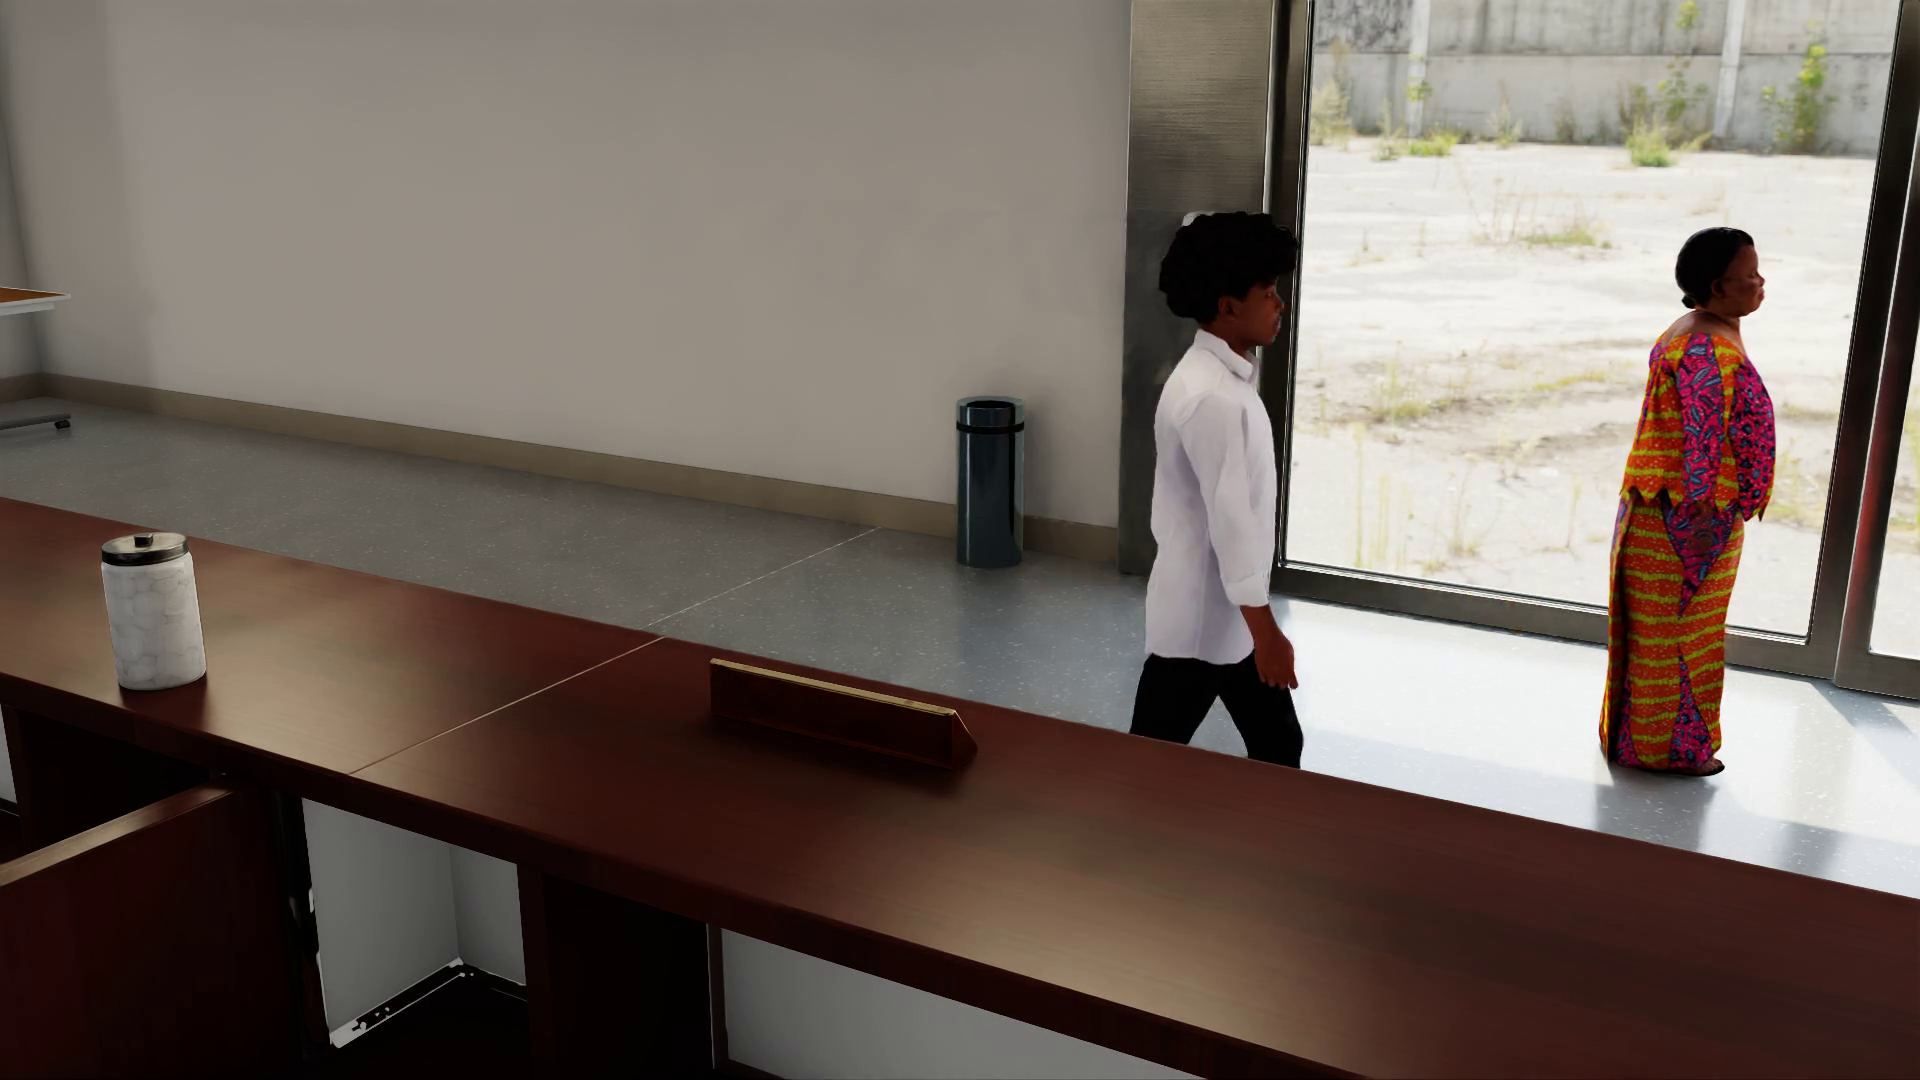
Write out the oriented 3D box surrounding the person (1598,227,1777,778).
[{"bbox_3d":[2.247,-0.140,5.109,0.769,1.687,0.673,4,16,14],"label":"person"}]
